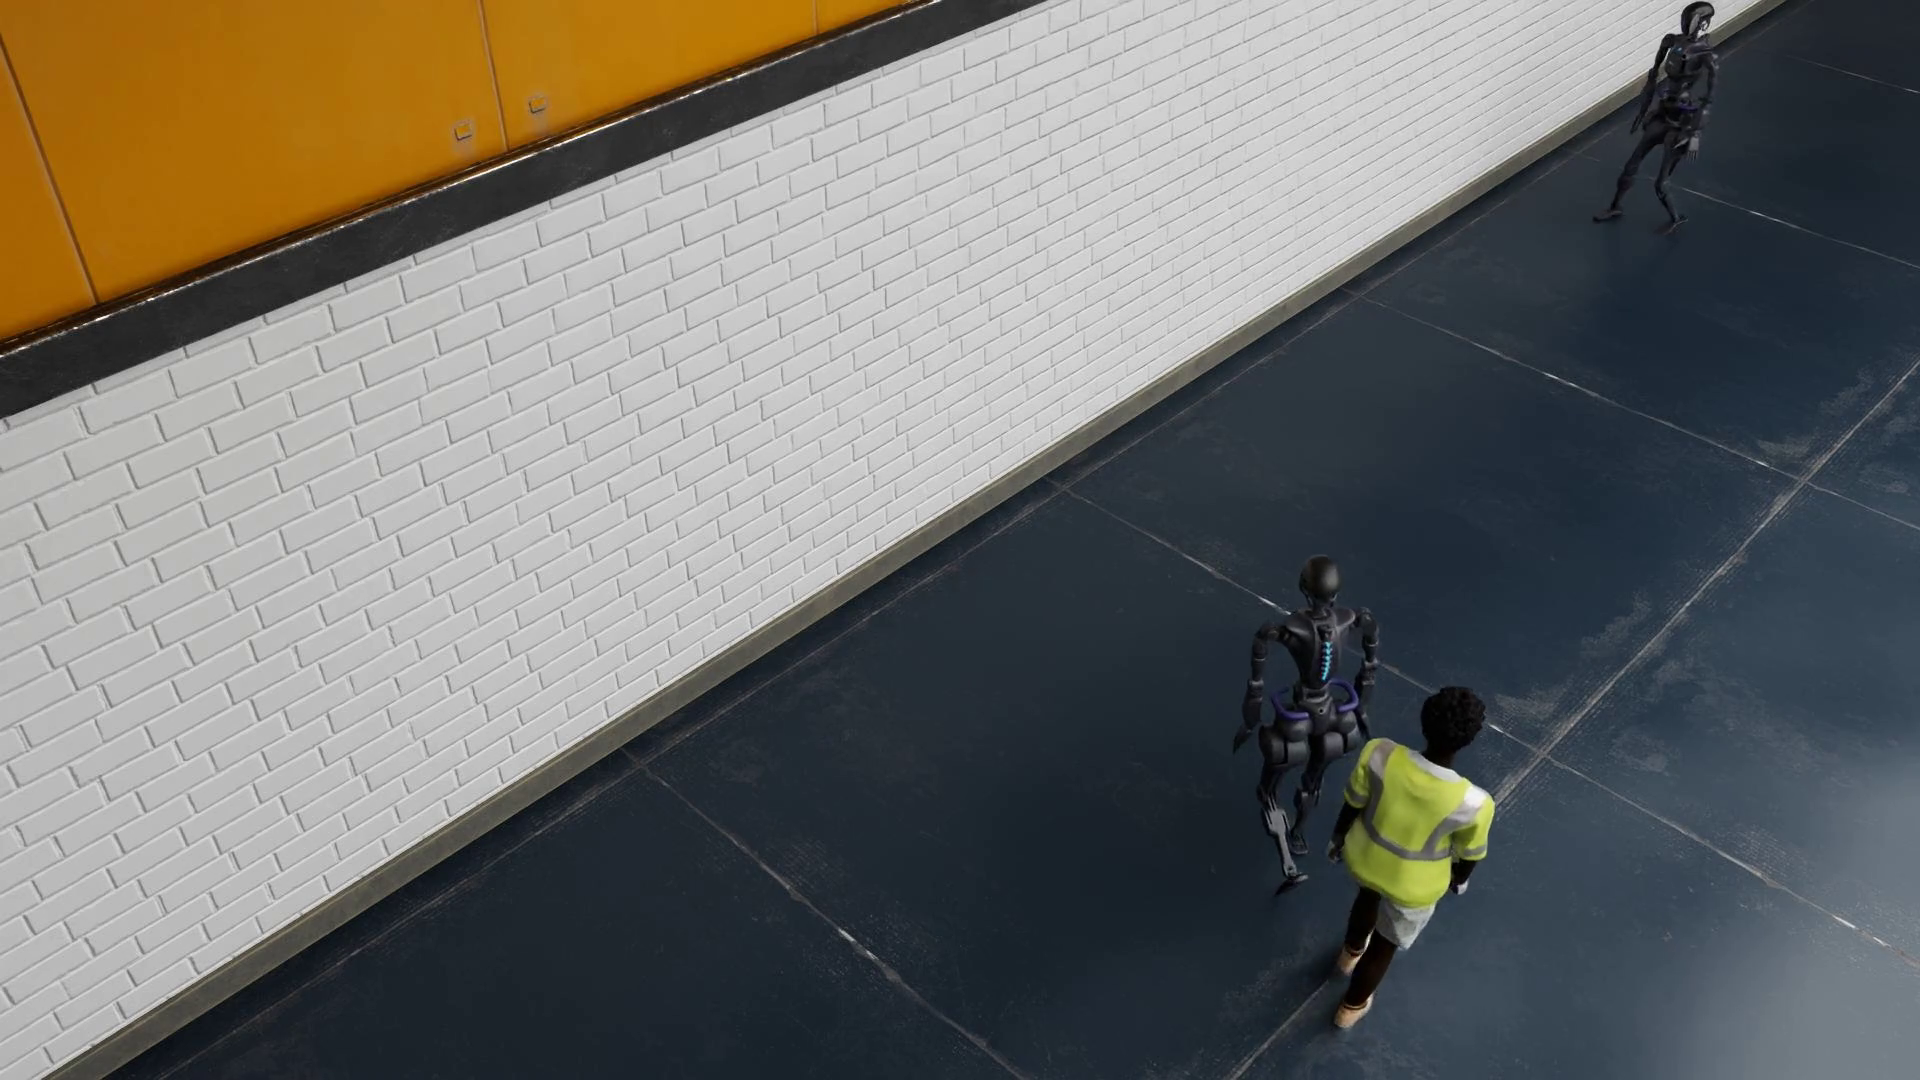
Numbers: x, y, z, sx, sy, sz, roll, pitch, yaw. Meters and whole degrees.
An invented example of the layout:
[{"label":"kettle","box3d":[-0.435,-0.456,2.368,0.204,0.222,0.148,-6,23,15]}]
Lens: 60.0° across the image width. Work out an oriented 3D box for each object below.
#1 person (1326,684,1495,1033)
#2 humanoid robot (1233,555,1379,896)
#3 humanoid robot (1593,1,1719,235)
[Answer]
[{"label":"person","box3d":[1.689,1.208,6.285,0.545,1.658,0.590,28,46,30]},{"label":"humanoid robot","box3d":[1.459,0.792,6.805,0.589,1.639,0.572,-6,39,-8]},{"label":"humanoid robot","box3d":[4.871,-2.865,11.396,0.499,1.649,0.613,-16,41,-19]}]
